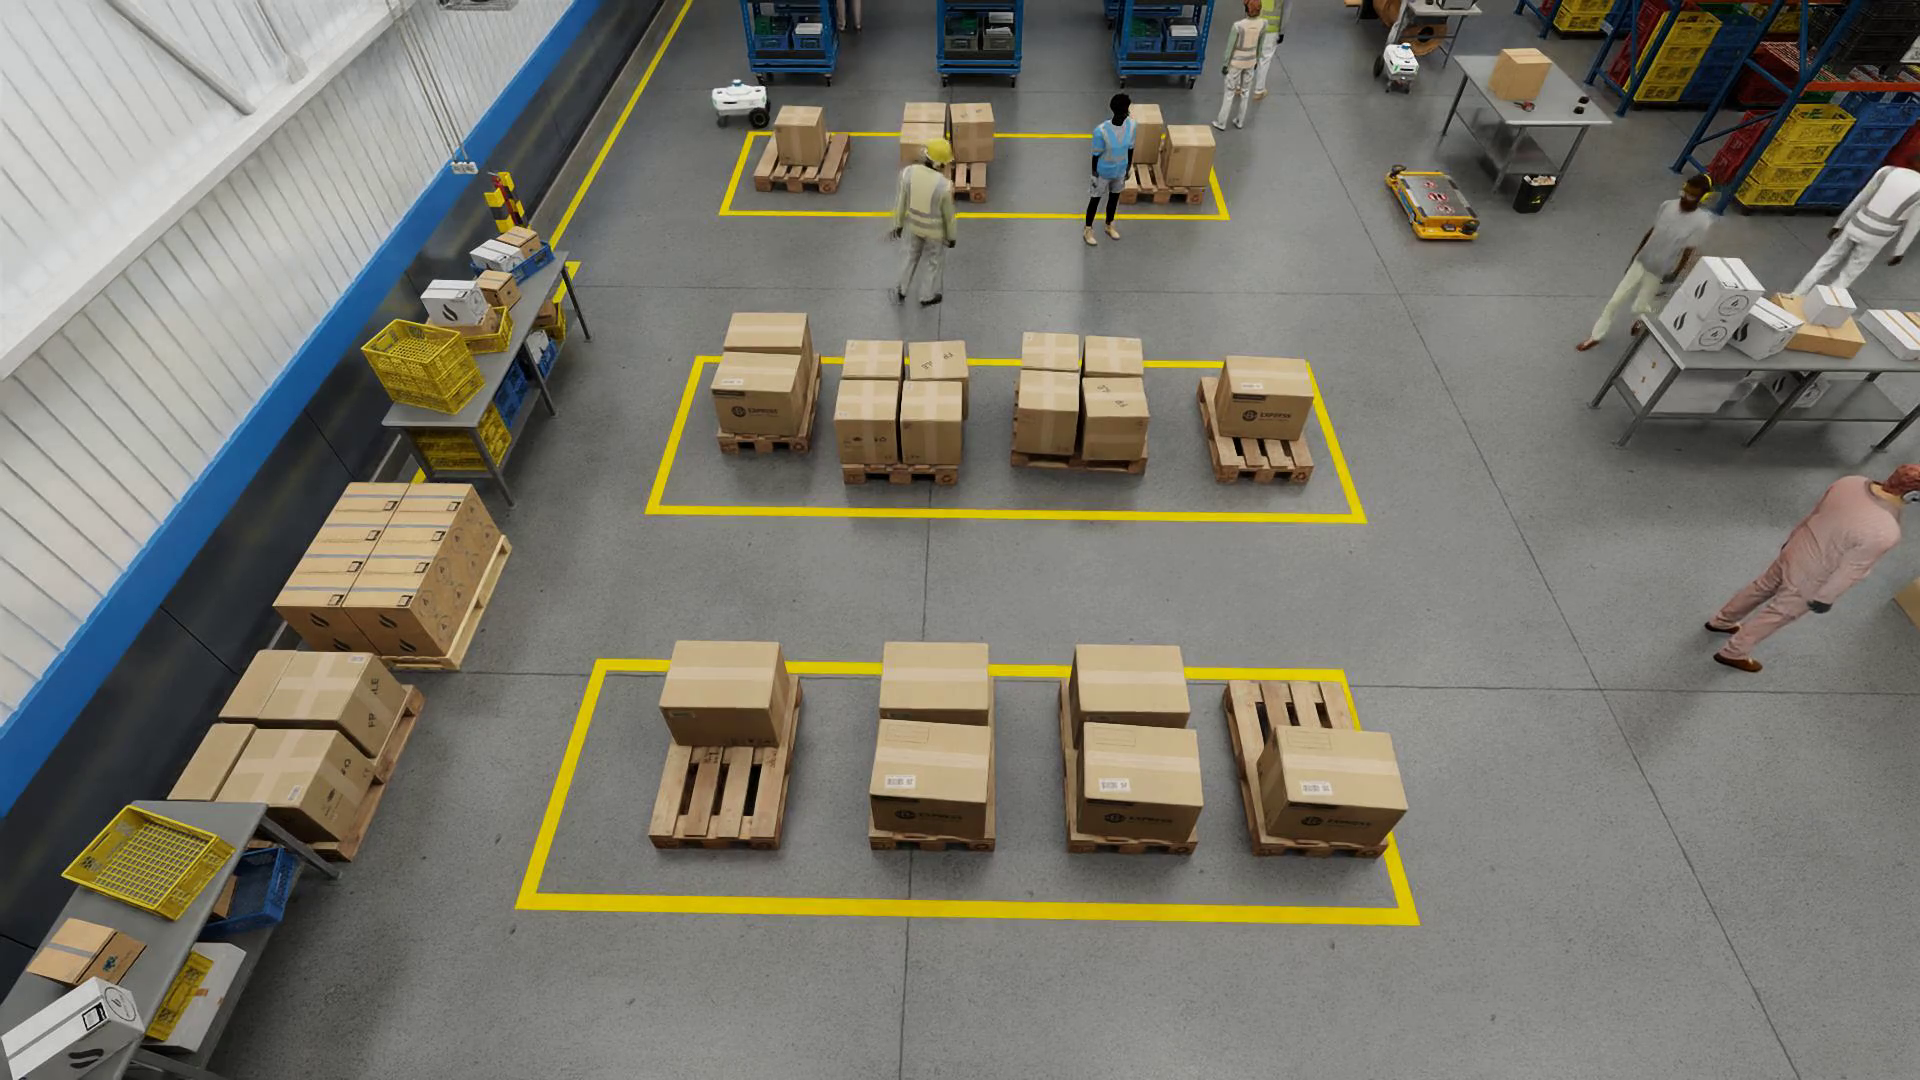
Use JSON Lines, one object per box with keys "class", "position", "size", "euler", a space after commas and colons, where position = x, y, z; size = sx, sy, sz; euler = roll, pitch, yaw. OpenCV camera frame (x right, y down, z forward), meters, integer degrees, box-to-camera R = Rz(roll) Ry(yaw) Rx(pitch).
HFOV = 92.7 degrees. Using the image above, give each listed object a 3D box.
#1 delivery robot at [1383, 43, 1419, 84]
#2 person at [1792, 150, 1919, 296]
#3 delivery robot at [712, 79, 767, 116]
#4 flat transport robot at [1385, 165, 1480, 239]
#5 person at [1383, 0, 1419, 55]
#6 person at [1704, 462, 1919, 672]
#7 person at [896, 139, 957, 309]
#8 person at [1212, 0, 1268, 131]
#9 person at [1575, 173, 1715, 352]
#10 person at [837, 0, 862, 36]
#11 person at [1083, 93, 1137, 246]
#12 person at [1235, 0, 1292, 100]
{"class": "delivery robot", "position": [6.375, -6.918, 13.257], "size": [0.477, 0.478, 0.707], "euler": [4, 49, 3]}
{"class": "person", "position": [8.973, -2.985, 9.042], "size": [0.351, 1.877, 0.673], "euler": [-18, 51, -15]}
{"class": "delivery robot", "position": [-2.989, -5.995, 12.458], "size": [0.707, 0.478, 0.477], "euler": [-5, 49, -4]}
{"class": "flat transport robot", "position": [5.692, -4.094, 11.059], "size": [0.652, 0.197, 1.431], "euler": [1, 49, 1]}
{"class": "person", "position": [6.576, -7.900, 13.269], "size": [0.371, 1.931, 0.626], "euler": [22, 53, 18]}
{"class": "person", "position": [5.881, 0.181, 6.293], "size": [0.398, 1.900, 0.648], "euler": [12, 50, 10]}
{"class": "person", "position": [-0.330, -3.172, 9.266], "size": [0.668, 1.789, 0.461], "euler": [25, 54, 20]}
{"class": "person", "position": [3.688, -6.229, 12.014], "size": [0.518, 1.632, 0.317], "euler": [-11, 50, -10]}
{"class": "person", "position": [6.664, -2.622, 8.753], "size": [0.722, 1.842, 0.523], "euler": [-21, 52, -18]}
{"class": "person", "position": [-1.768, -8.844, 14.048], "size": [0.623, 1.984, 0.413], "euler": [-18, 52, -15]}
{"class": "person", "position": [1.658, -4.076, 10.112], "size": [0.534, 1.691, 0.322], "euler": [-18, 51, -15]}
{"class": "person", "position": [4.186, -7.046, 12.582], "size": [0.633, 1.842, 0.429], "euler": [29, 55, 23]}
